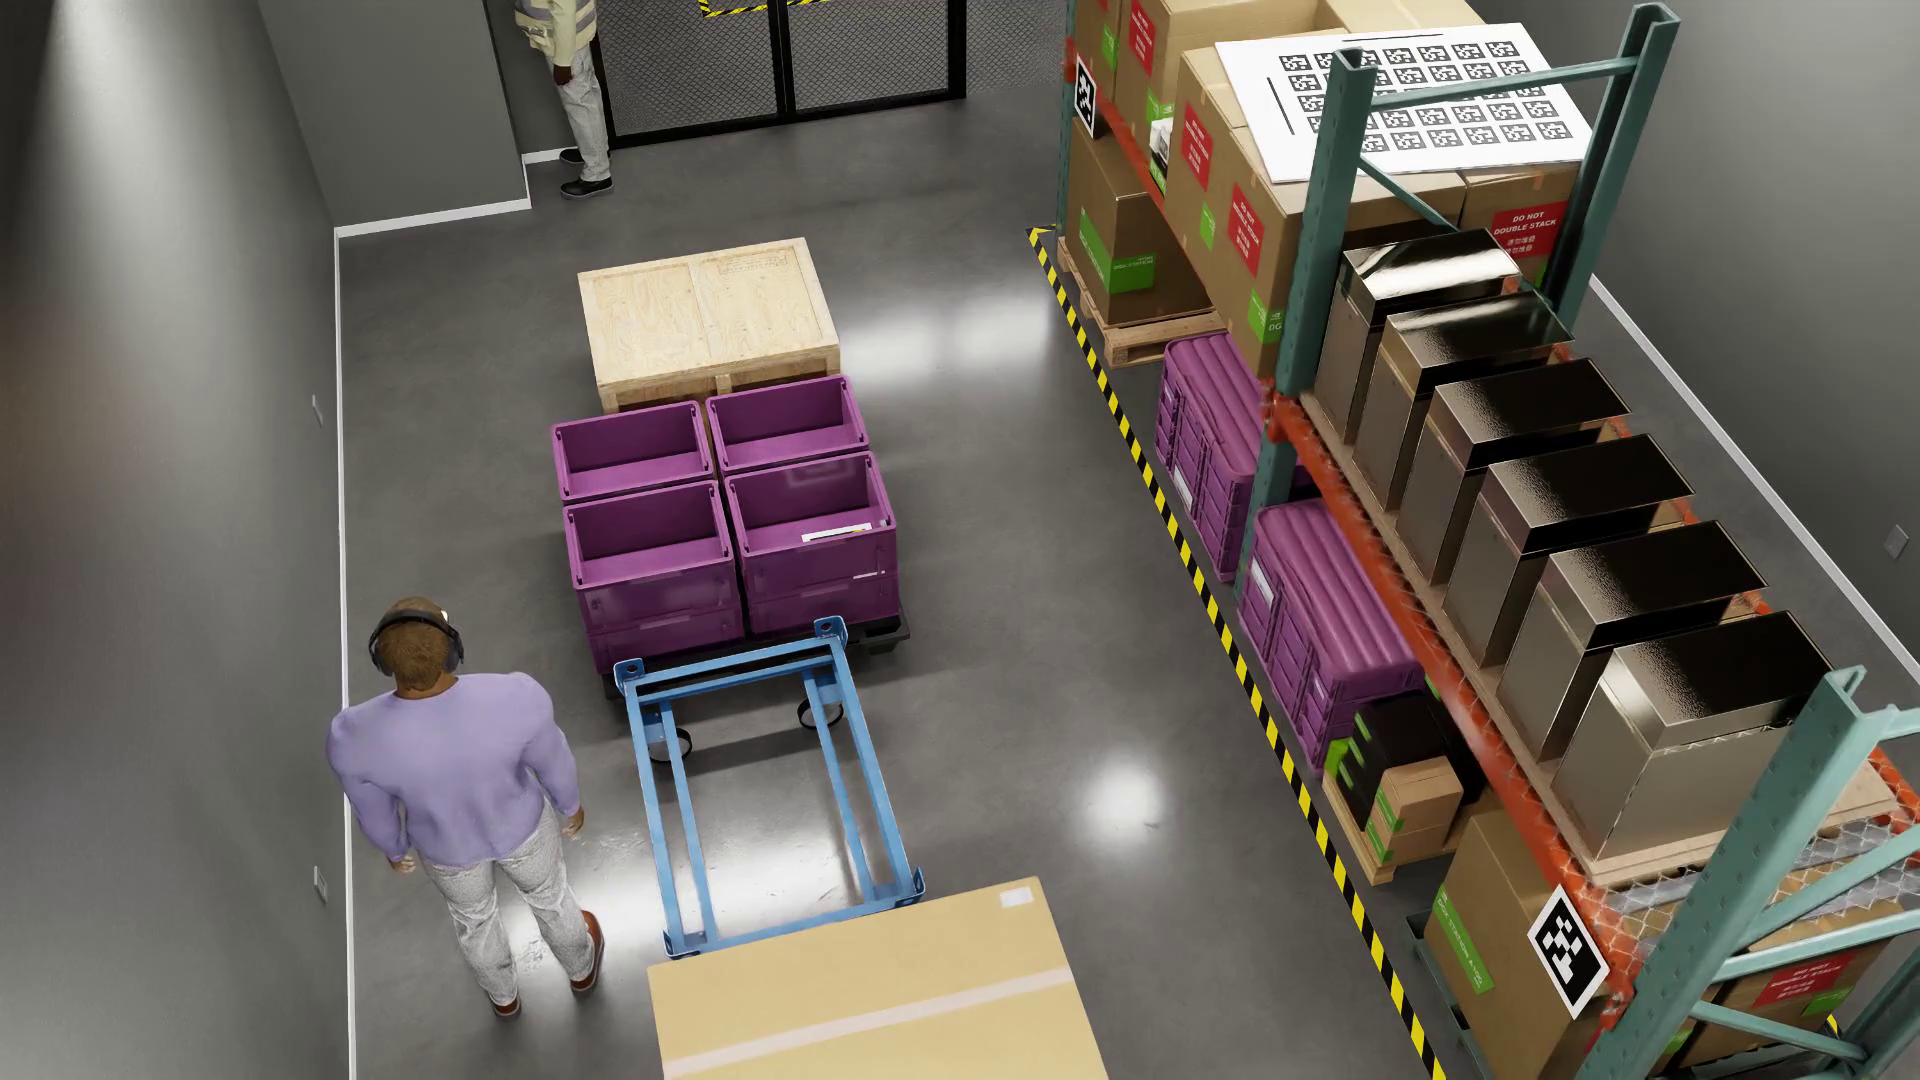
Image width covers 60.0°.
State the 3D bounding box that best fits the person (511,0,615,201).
[{"bbox_3d":[-2.004,-2.562,8.311,0.404,1.830,0.603,-6,48,-5],"label":"person"}]

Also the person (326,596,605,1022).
[{"bbox_3d":[-1.465,0.866,5.091,0.635,1.937,0.354,-13,49,-12],"label":"person"}]
